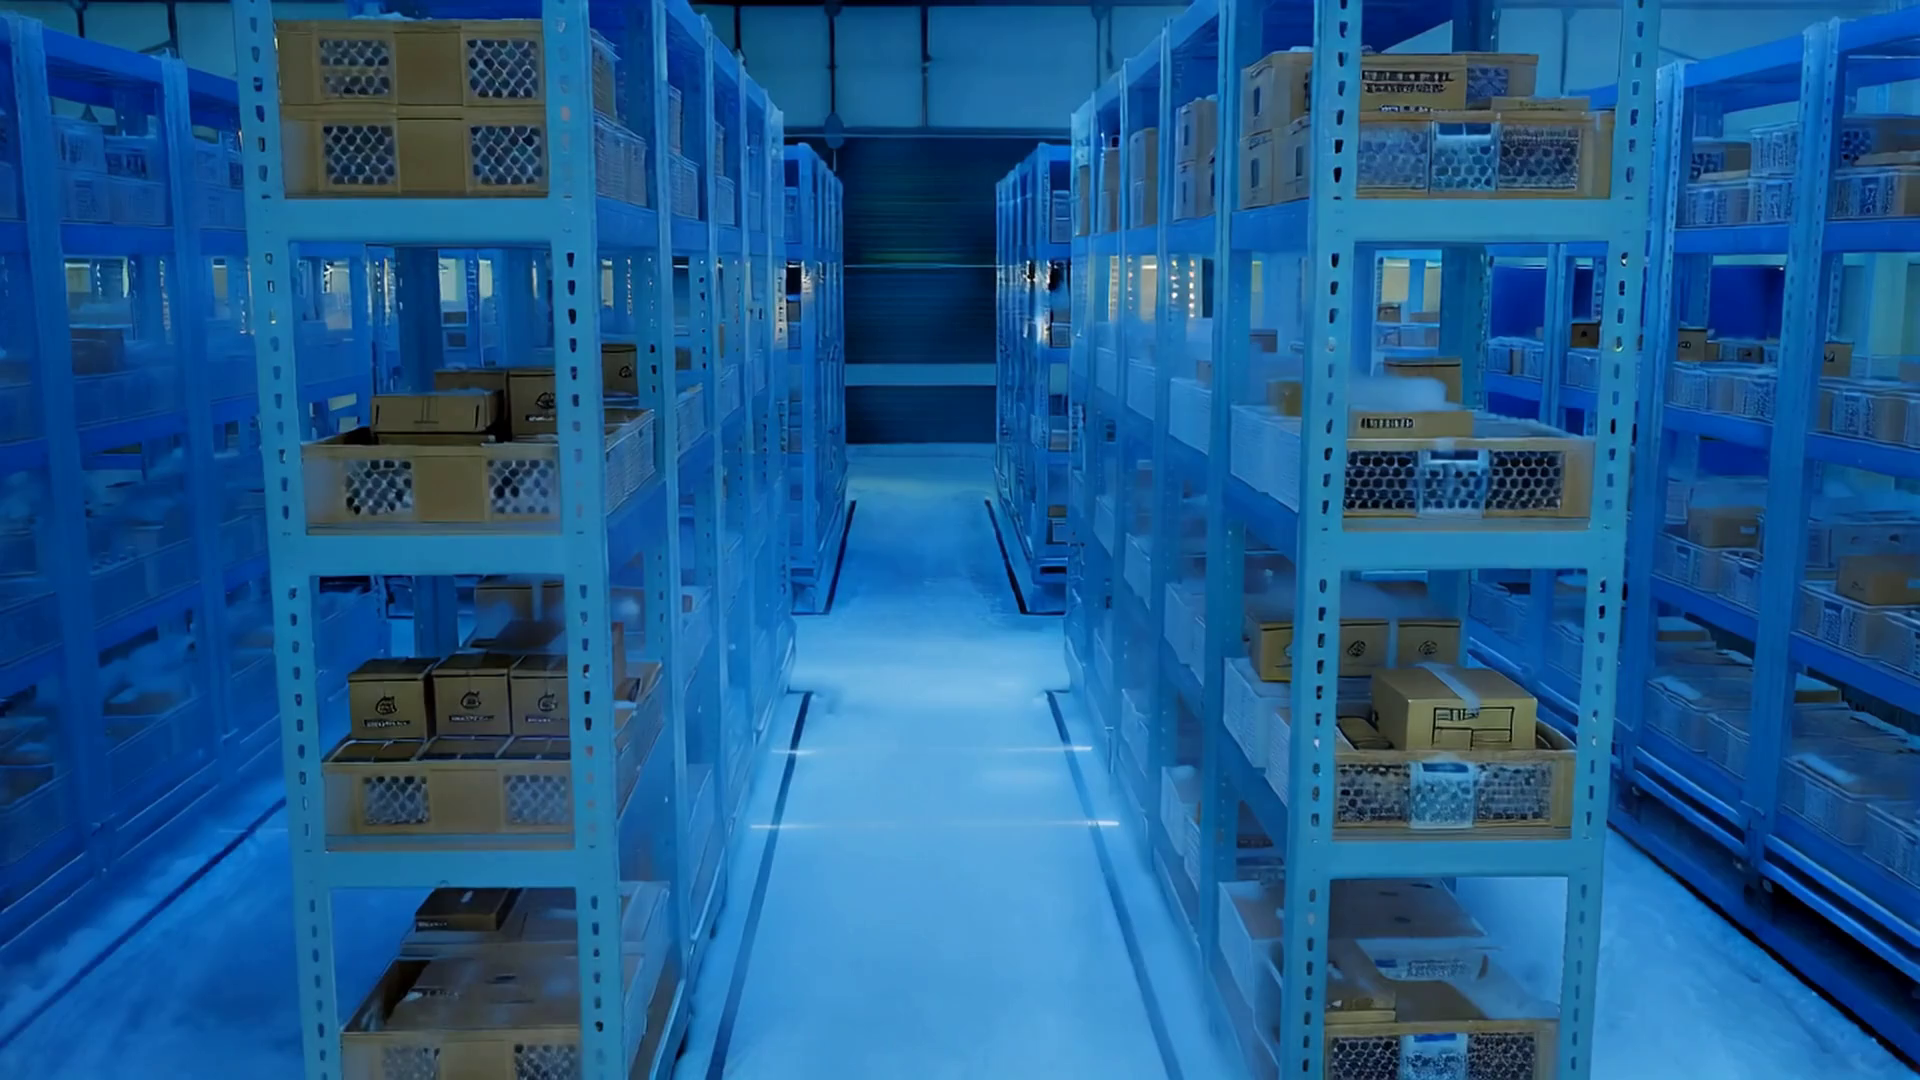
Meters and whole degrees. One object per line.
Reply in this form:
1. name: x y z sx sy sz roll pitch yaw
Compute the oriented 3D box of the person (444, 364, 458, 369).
1. person: -6.356 -1.632 20.724 0.500 1.824 0.597 0 9 0
